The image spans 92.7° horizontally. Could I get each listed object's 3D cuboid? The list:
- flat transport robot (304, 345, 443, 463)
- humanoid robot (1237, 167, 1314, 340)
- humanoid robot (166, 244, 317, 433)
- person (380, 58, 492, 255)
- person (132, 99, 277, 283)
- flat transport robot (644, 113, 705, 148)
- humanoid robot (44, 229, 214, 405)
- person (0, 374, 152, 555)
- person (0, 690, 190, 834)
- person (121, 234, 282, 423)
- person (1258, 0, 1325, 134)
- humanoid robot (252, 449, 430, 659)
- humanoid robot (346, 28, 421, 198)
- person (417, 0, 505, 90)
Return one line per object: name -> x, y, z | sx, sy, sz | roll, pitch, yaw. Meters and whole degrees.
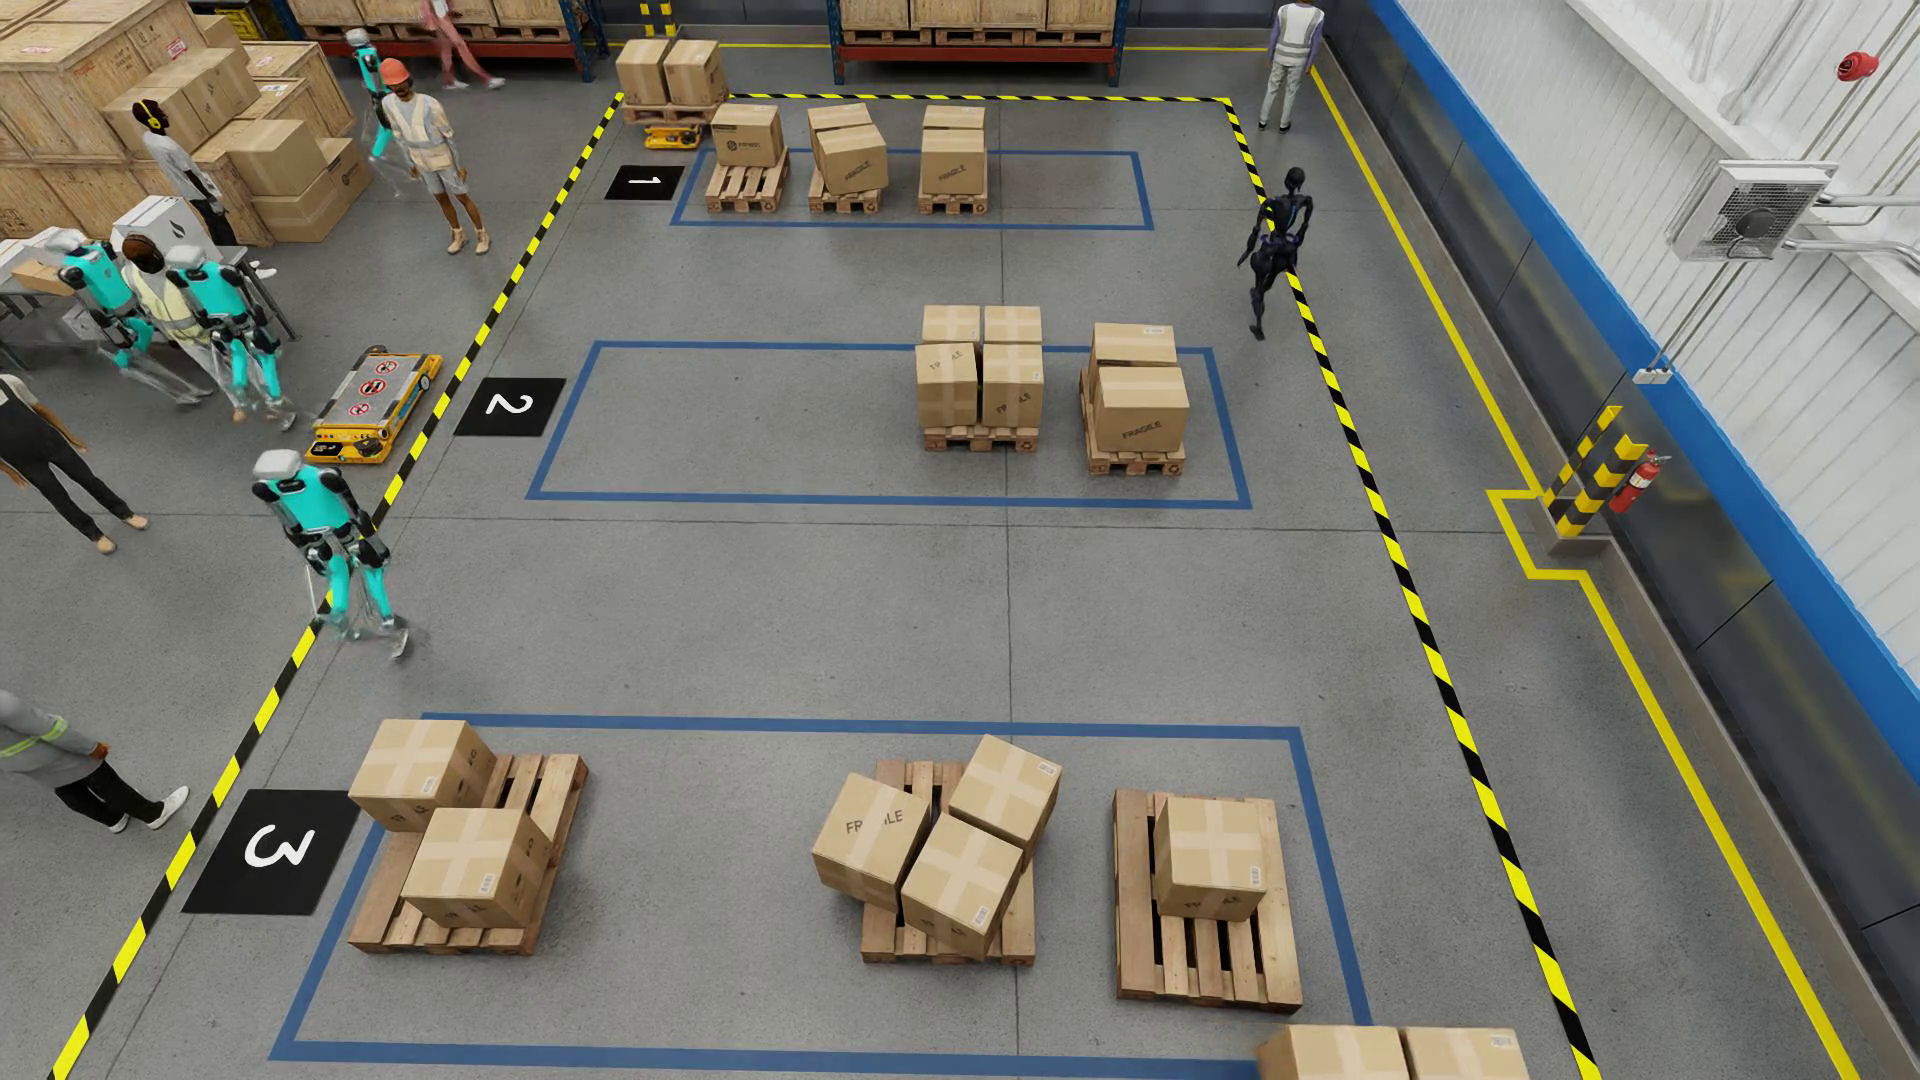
flat transport robot -> -5.383, -1.269, 8.441 | 0.659, 0.231, 1.431 | 1, 50, 1
humanoid robot -> 3.008, -2.809, 8.846 | 0.585, 1.629, 0.759 | -7, 50, -6
humanoid robot -> -6.063, -1.530, 7.724 | 0.532, 1.831, 0.742 | -3, 50, -3
person -> -5.474, -3.937, 9.534 | 0.613, 2.047, 0.356 | 2, 50, 2
person -> -7.689, -3.495, 9.280 | 0.530, 1.863, 0.309 | 26, 54, 20
flat transport robot -> -3.679, -5.590, 12.079 | 0.652, 0.197, 1.431 | 1, 50, 1
humanoid robot -> -7.321, -1.859, 7.942 | 0.627, 1.748, 0.530 | 0, 50, 0
person -> -6.912, -0.655, 6.888 | 0.349, 1.846, 0.504 | 23, 54, 18
person -> -5.330, 1.192, 5.320 | 0.596, 1.852, 0.365 | -2, 50, -2
person -> -6.492, -1.788, 7.858 | 0.634, 1.833, 0.429 | -6, 50, -5
person -> 4.133, -6.031, 11.444 | 0.600, 1.831, 0.404 | 18, 52, 15
humanoid robot -> -4.186, 0.256, 6.205 | 0.560, 1.801, 0.798 | -7, 50, -6
humanoid robot -> -6.782, -4.831, 10.517 | 0.797, 1.799, 0.531 | -23, 54, -18
person -> -6.796, -6.984, 12.219 | 0.945, 1.875, 0.595 | -6, 50, -5
